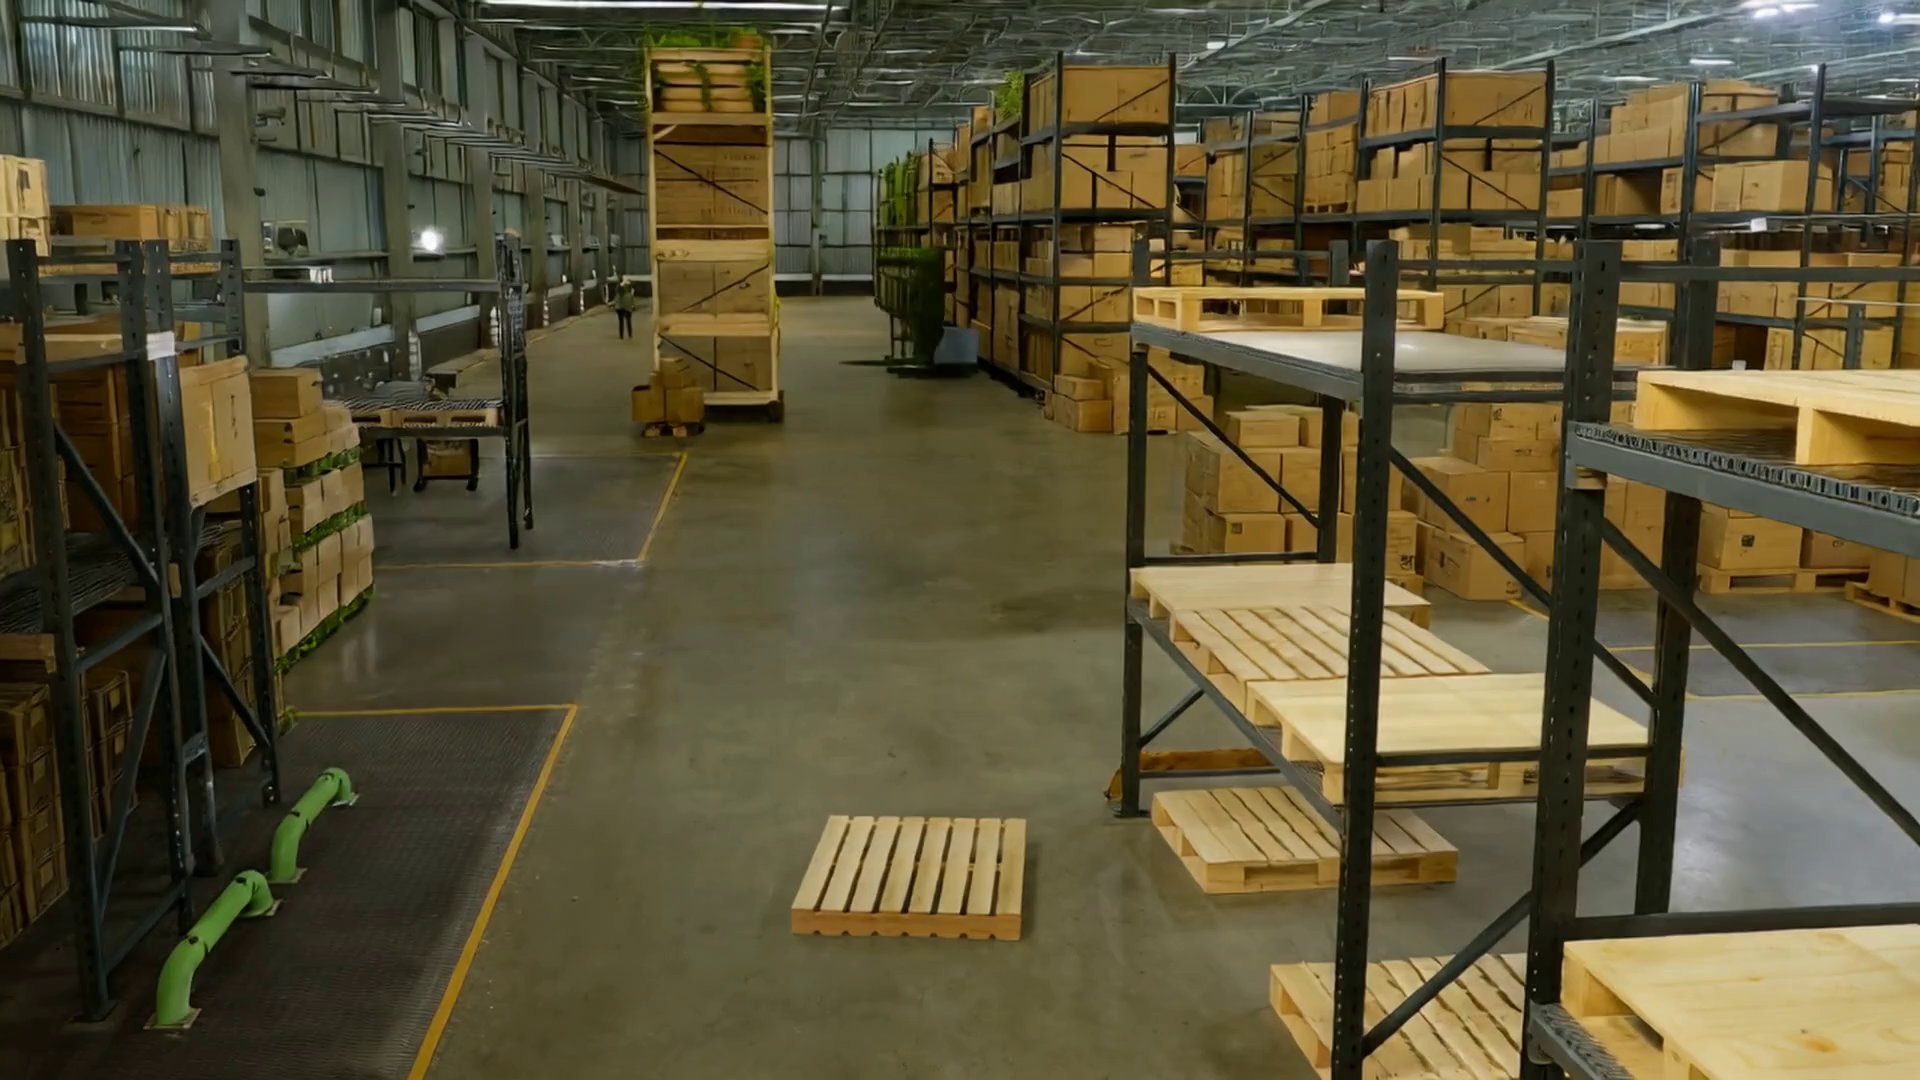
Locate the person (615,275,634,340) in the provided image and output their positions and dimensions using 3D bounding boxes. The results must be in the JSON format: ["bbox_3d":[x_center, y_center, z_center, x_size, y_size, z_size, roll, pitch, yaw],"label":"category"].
[{"bbox_3d":[-10.232,-7.098,50.758,0.624,1.990,0.400,-9,14,-41],"label":"person"}]

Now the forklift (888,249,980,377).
[{"bbox_3d":[-0.581,-5.060,36.972,1.873,2.768,1.129,-3,11,-15],"label":"forklift"}]

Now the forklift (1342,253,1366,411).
[{"bbox_3d":[6.541,-3.242,26.897,1.129,2.768,1.873,-1,10,-6],"label":"forklift"}]

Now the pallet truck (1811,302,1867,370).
[{"bbox_3d":[15.846,-3.142,28.793,1.885,1.965,0.823,2,10,12],"label":"pallet truck"}]

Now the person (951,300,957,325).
[{"bbox_3d":[-0.076,-6.571,48.884,0.820,1.592,0.513,4,11,21],"label":"person"}]

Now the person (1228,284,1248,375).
[{"bbox_3d":[6.328,-4.749,37.567,0.608,2.045,0.391,-6,12,-30],"label":"person"}]
